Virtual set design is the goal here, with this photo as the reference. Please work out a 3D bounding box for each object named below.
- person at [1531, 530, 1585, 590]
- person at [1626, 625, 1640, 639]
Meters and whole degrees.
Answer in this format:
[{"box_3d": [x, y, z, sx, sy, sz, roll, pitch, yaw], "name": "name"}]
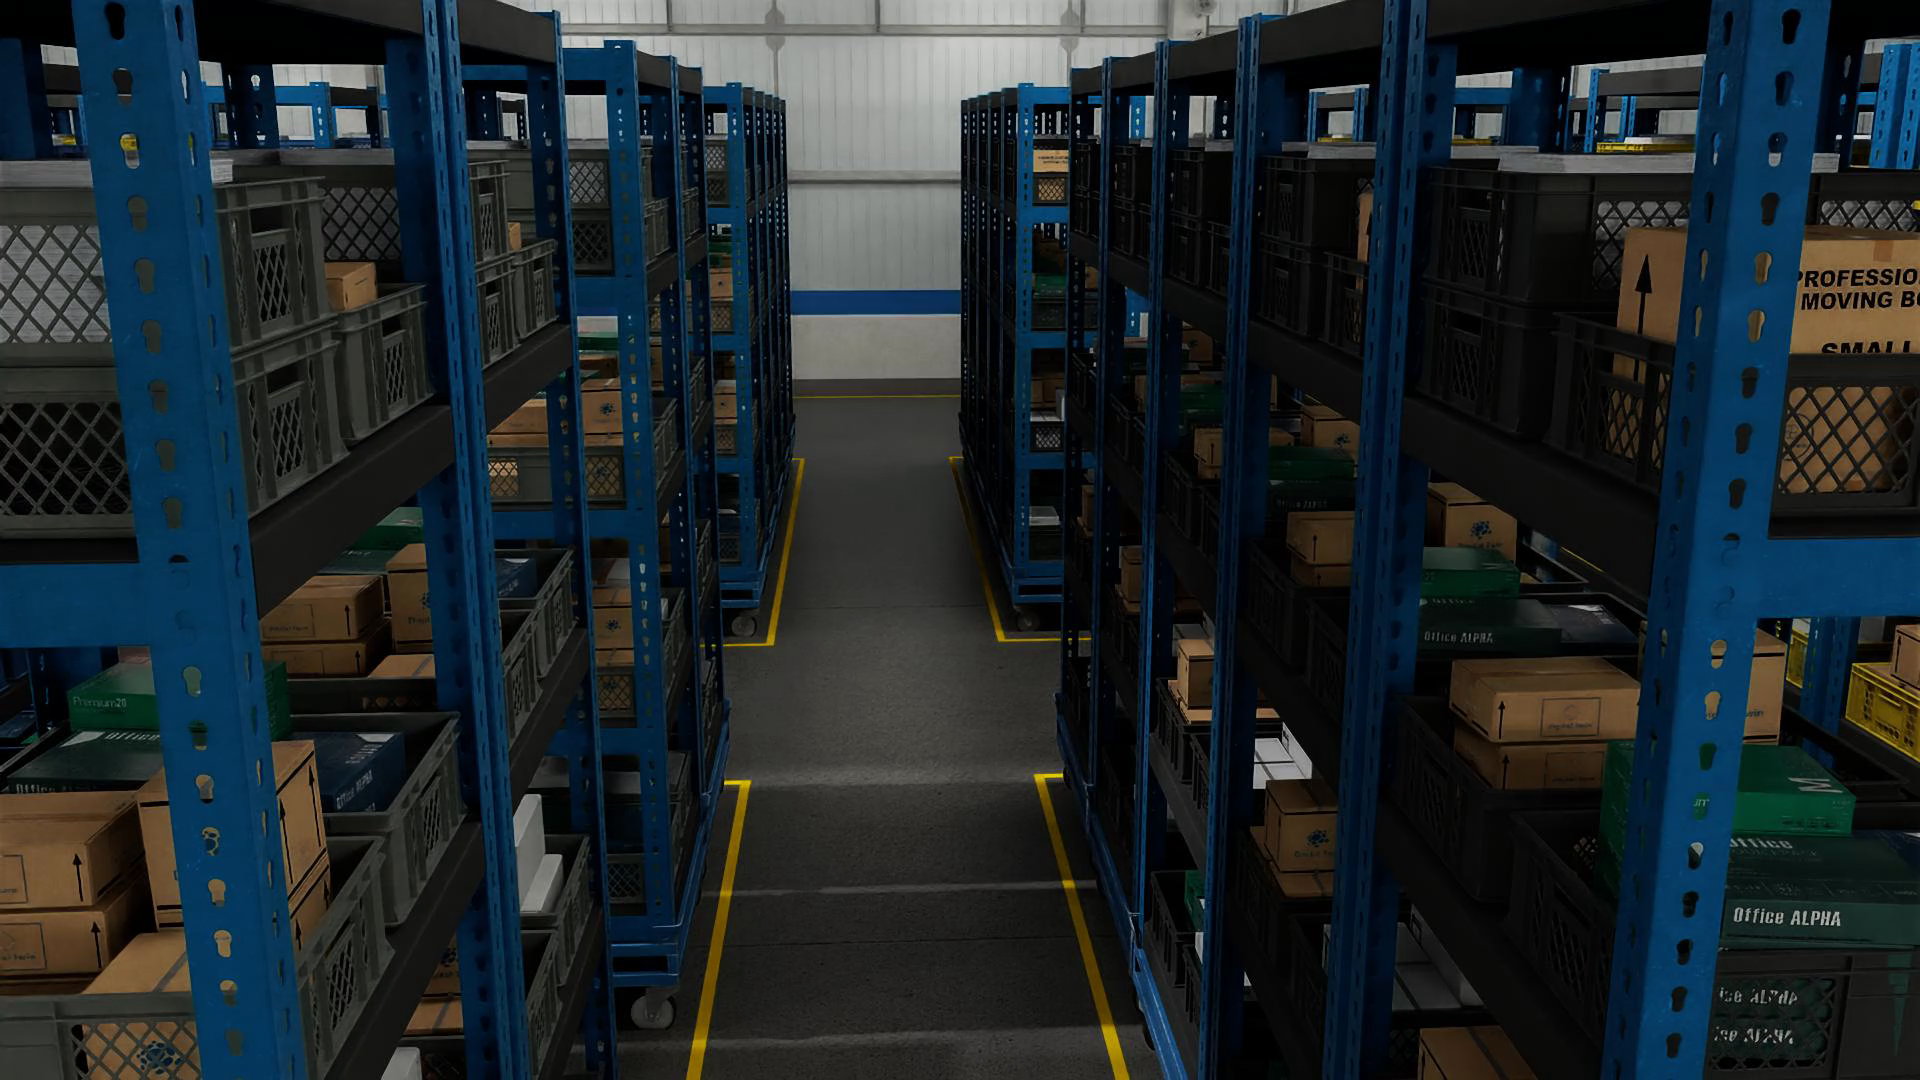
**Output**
[{"box_3d": [3.948, -0.247, 10.991, 0.440, 1.822, 0.636, -10, 17, -36], "name": "person"}, {"box_3d": [4.626, -0.241, 10.992, 0.492, 1.804, 0.588, 11, 18, 38], "name": "person"}]
